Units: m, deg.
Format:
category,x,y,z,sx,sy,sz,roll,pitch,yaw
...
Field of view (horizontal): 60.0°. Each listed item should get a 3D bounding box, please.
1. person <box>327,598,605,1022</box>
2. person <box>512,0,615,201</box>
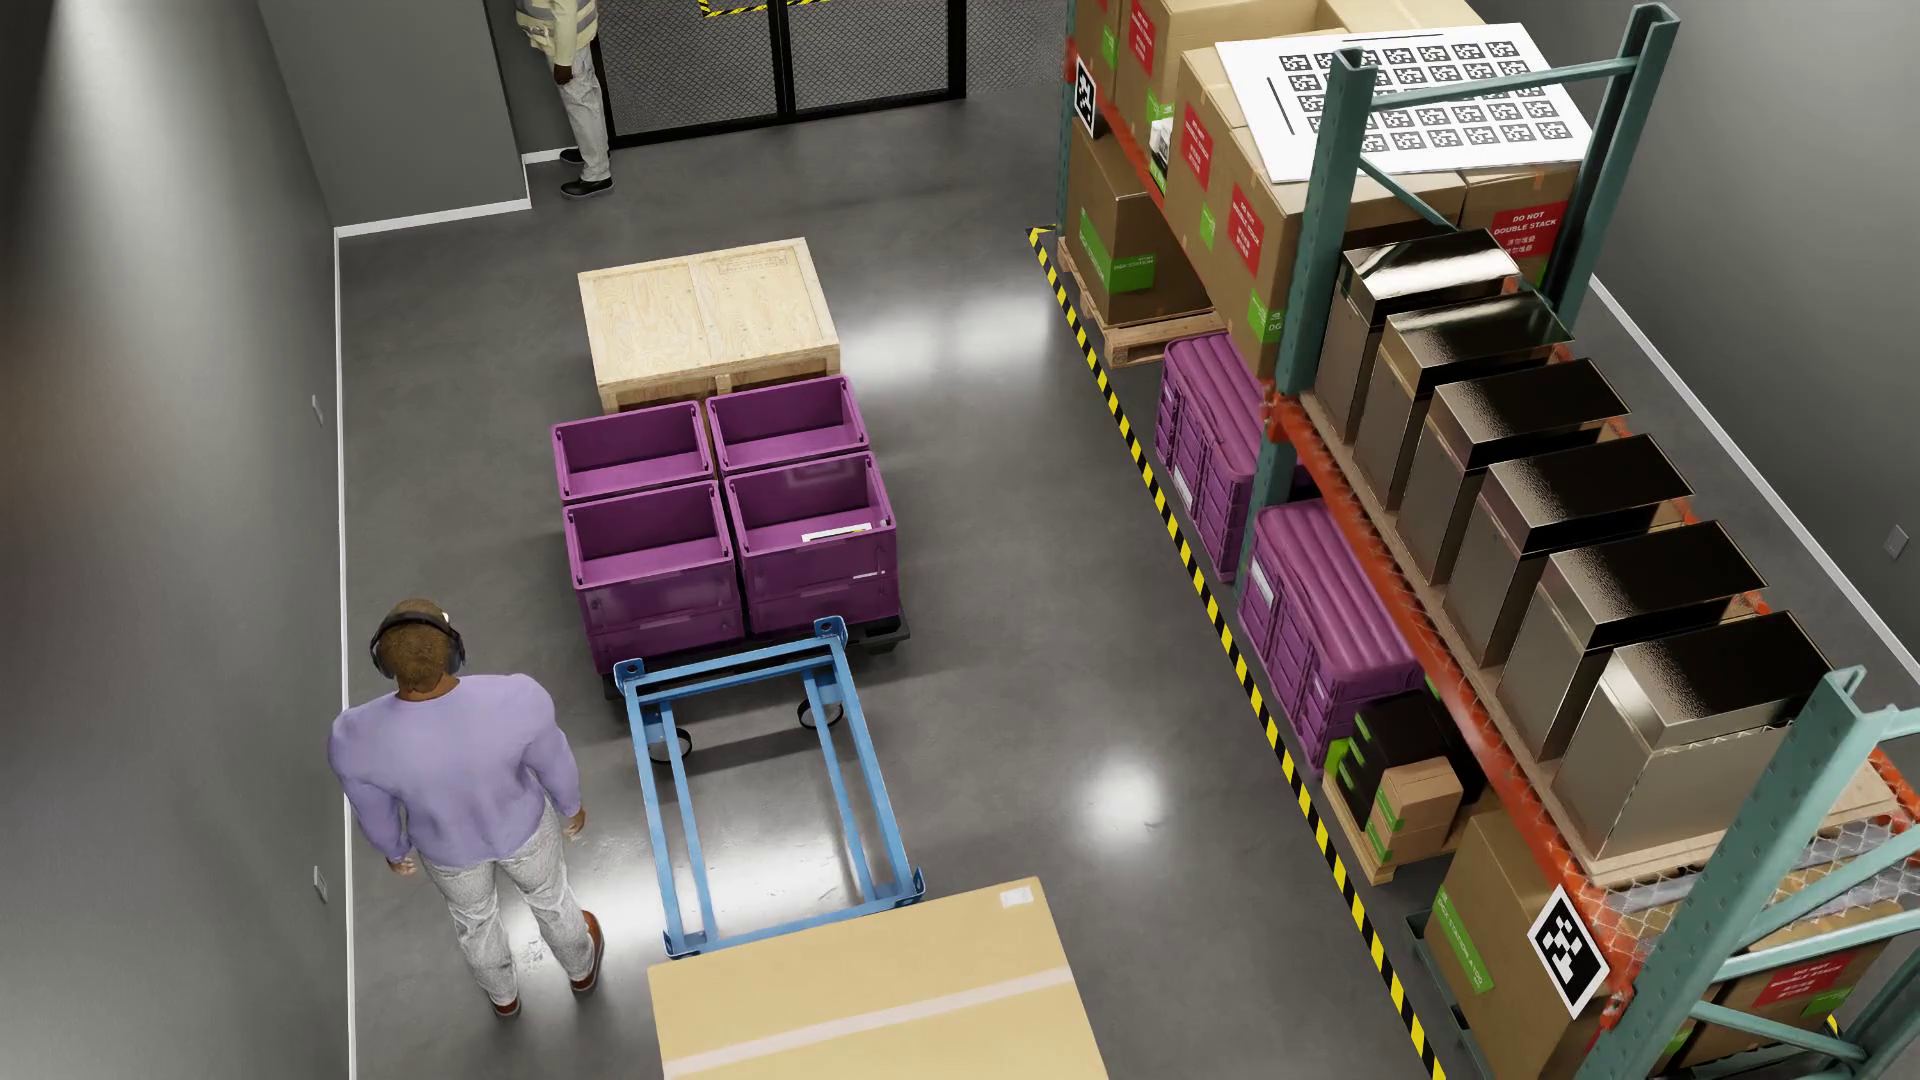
category,x,y,z,sx,sy,sz,roll,pitch,yaw
person,-1.464,0.866,5.091,0.638,1.938,0.356,-13,49,-12
person,-2.000,-2.565,8.313,0.404,1.831,0.600,-6,48,-5
